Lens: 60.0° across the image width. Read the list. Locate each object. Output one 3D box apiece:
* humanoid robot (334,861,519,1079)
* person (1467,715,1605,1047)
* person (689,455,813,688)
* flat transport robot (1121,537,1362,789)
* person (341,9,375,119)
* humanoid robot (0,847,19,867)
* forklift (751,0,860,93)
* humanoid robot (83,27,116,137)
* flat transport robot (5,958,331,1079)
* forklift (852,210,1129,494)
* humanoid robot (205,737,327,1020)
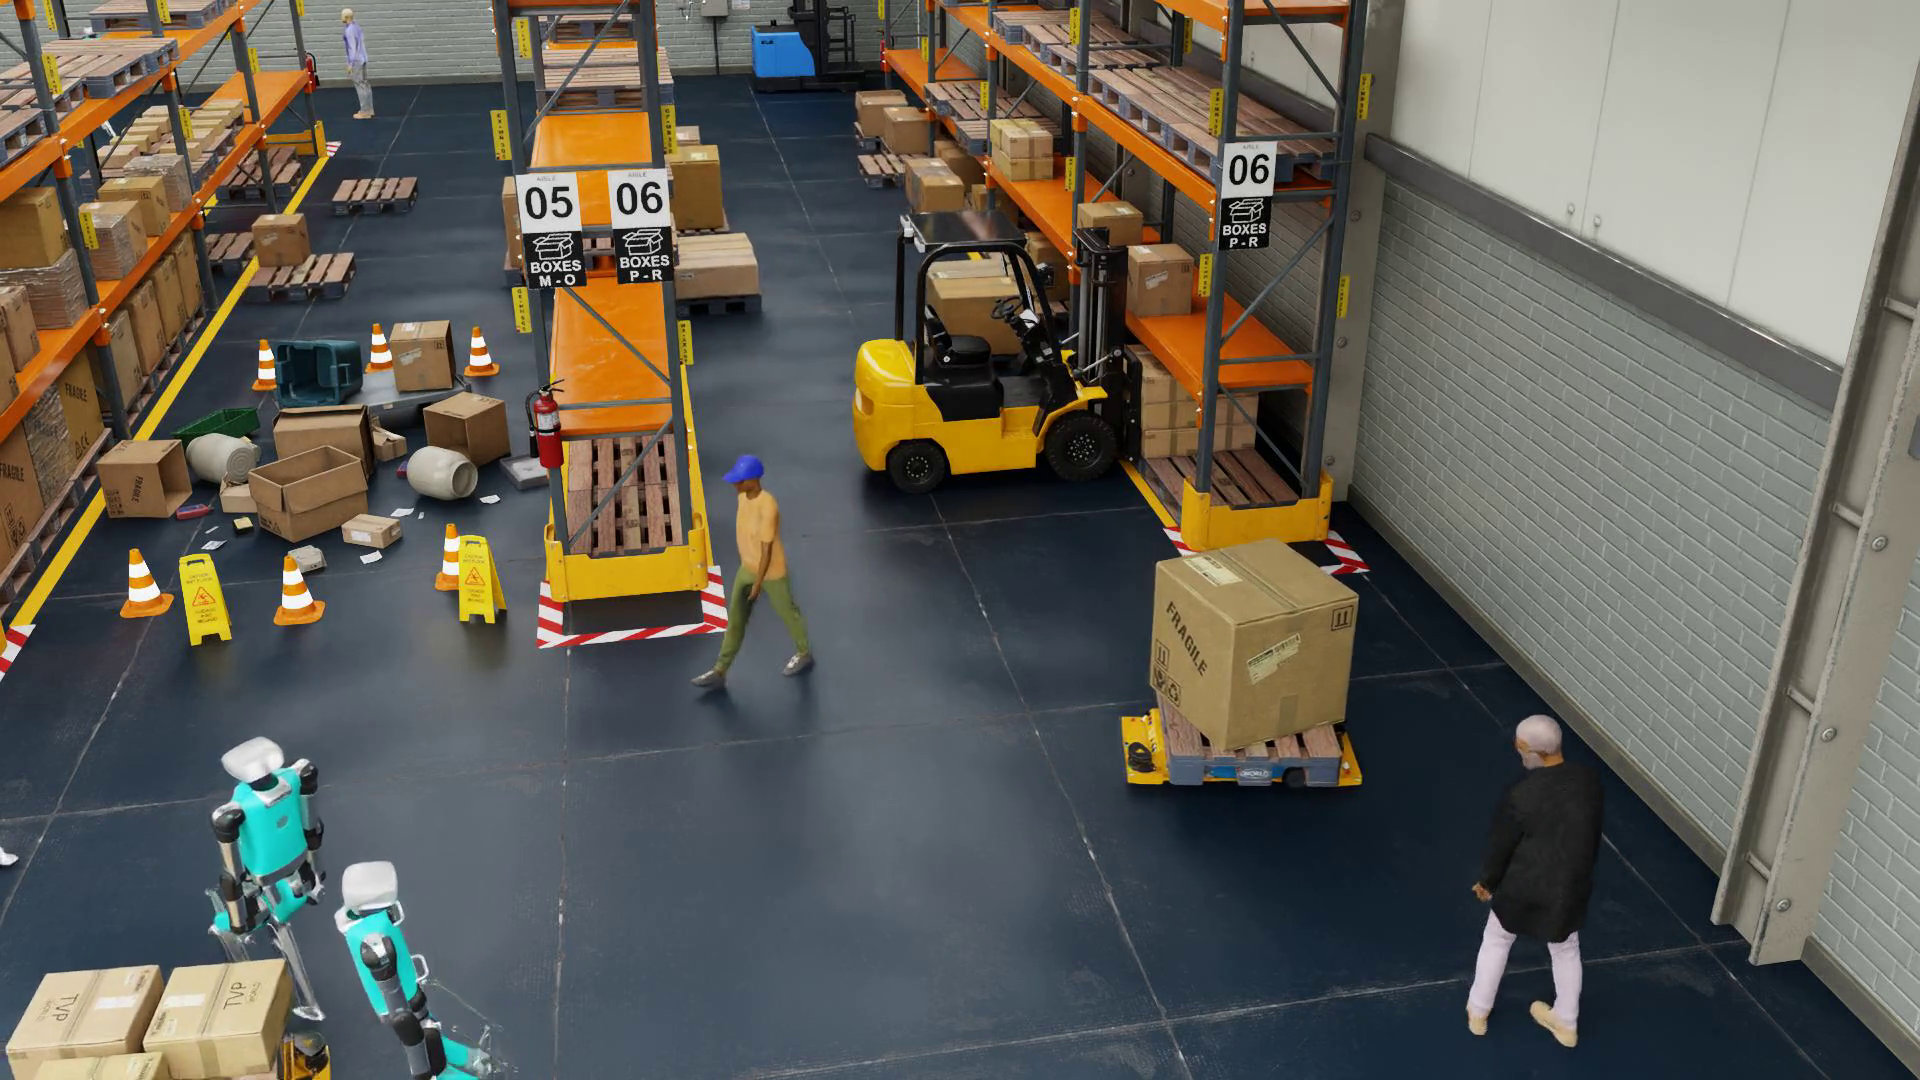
[{"bbox_3d":[-2.162,2.088,7.122,0.774,1.810,0.538,-13,29,-25],"label":"humanoid robot"},{"bbox_3d":[2.756,1.627,7.933,0.568,1.829,0.467,-3,26,-6],"label":"person"},{"bbox_3d":[-1.376,0.230,11.028,0.931,1.666,0.440,-21,32,-36],"label":"person"},{"bbox_3d":[1.750,1.288,10.447,1.431,0.231,0.659,1,26,1],"label":"flat transport robot"},{"bbox_3d":[-10.189,-8.063,28.154,0.374,1.797,0.606,0,26,0],"label":"person"},{"bbox_3d":[-5.880,1.041,9.337,1.035,1.776,0.547,12,28,23],"label":"humanoid robot"},{"bbox_3d":[-2.872,-9.679,30.288,1.873,2.768,1.129,-5,26,-10],"label":"forklift"},{"bbox_3d":[-14.054,-7.471,27.040,0.534,1.773,0.993,-22,33,-38],"label":"humanoid robot"},{"bbox_3d":[-3.612,2.681,7.546,1.431,0.231,0.659,-10,27,-19],"label":"flat transport robot"},{"bbox_3d":[0.216,-1.659,14.366,2.313,2.155,1.214,-5,26,-10],"label":"forklift"},{"bbox_3d":[-3.412,1.650,7.987,0.842,1.758,0.542,15,30,29],"label":"humanoid robot"}]
